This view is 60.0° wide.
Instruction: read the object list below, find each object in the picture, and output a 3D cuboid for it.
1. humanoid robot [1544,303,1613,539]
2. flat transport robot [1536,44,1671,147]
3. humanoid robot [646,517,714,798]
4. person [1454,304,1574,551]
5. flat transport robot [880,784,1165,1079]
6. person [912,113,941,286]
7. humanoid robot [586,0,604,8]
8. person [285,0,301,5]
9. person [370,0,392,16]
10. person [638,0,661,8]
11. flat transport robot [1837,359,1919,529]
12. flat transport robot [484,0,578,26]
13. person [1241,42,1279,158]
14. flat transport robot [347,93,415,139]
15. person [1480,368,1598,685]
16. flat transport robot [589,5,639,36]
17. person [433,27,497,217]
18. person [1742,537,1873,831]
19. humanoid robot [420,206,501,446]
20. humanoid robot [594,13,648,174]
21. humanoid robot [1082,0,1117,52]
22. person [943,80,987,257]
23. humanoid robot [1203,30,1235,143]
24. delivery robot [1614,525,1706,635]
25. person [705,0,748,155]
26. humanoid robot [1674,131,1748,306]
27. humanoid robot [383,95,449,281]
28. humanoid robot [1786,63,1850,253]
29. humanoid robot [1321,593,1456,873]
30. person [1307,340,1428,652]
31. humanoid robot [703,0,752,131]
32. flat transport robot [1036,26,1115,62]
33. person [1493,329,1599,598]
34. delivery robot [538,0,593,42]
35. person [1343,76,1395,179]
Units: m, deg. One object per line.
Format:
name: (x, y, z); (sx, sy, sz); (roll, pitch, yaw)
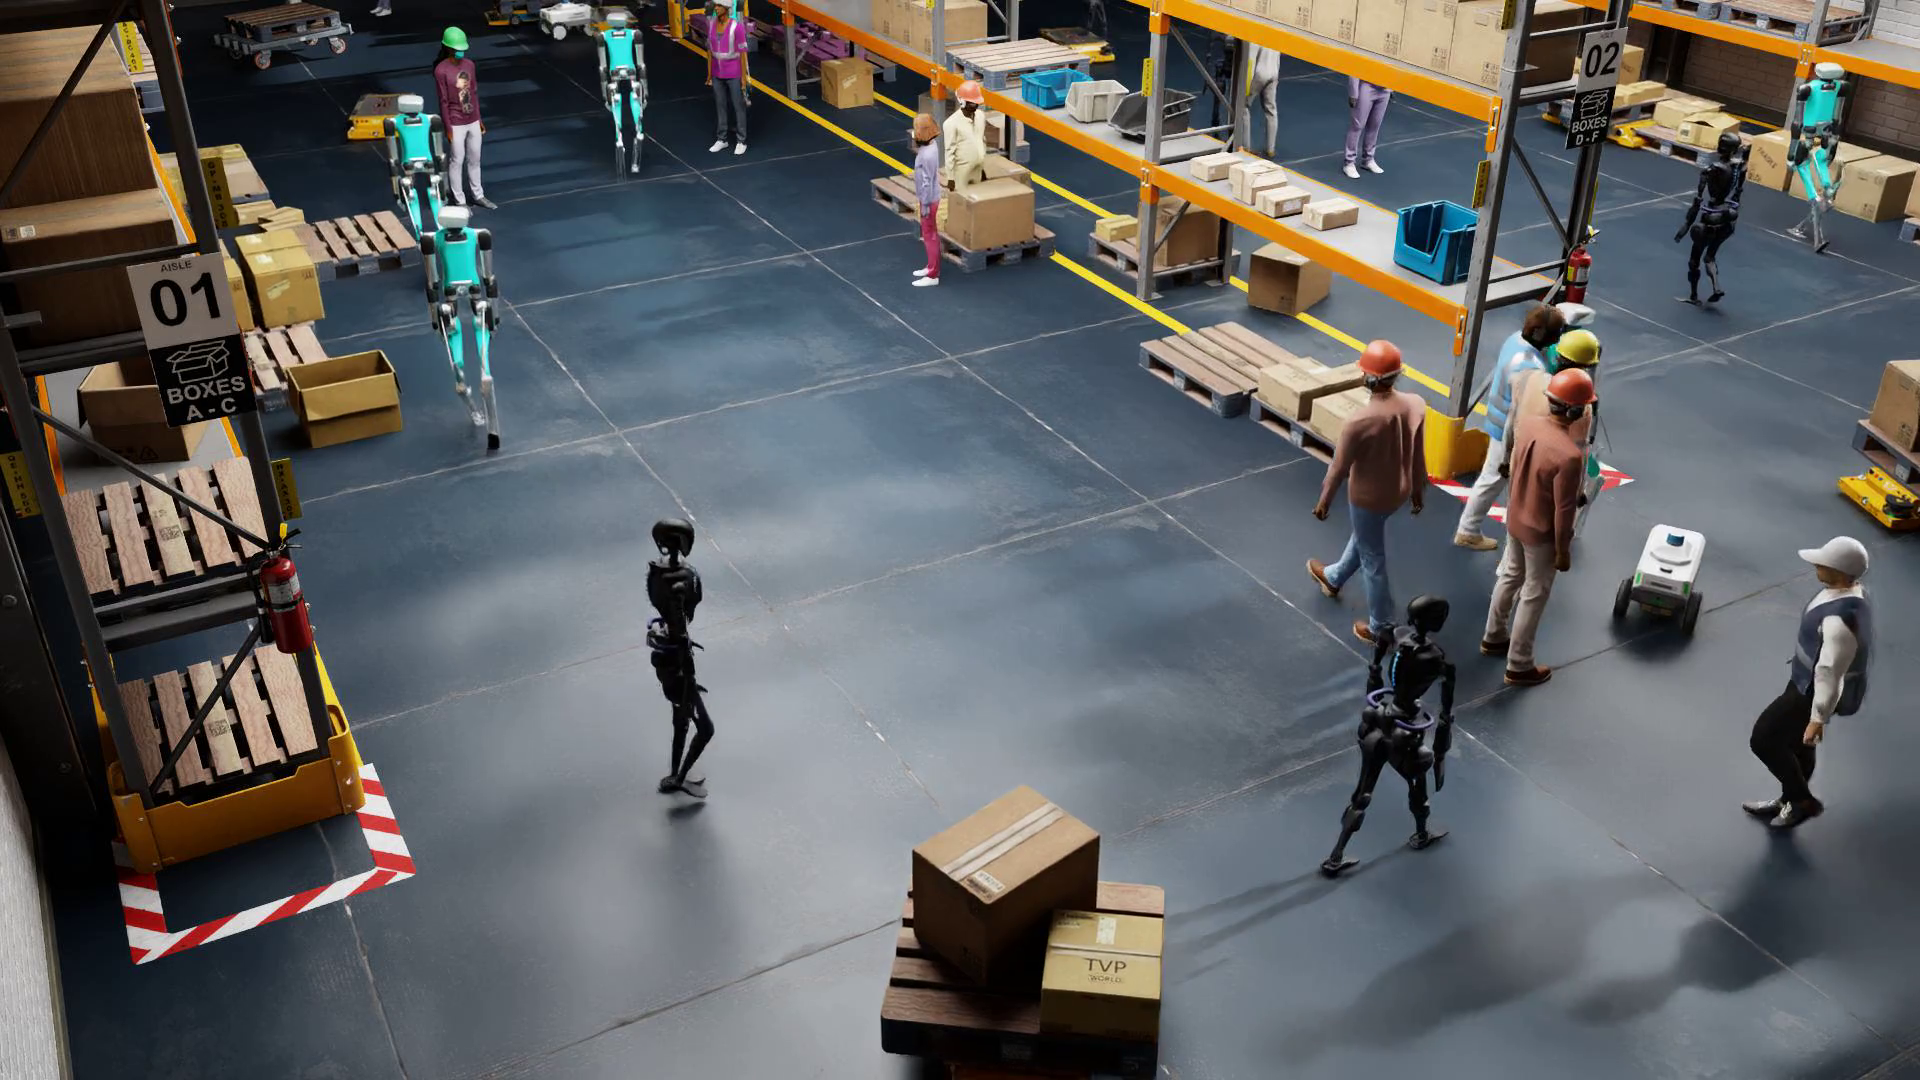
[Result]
humanoid robot: (4.217, -0.796, 11.351); (0.780, 1.809, 0.551); (-16, 33, -25)
flat transport robot: (7.879, -5.090, 20.271); (0.659, 0.231, 1.431); (-16, 33, -25)
humanoid robot: (-1.516, 0.630, 8.906); (0.345, 1.650, 0.596); (-8, 31, -14)
person: (3.818, -0.710, 11.102); (0.803, 1.806, 0.644); (9, 31, 16)
flat transport robot: (0.303, 2.161, 7.647); (0.659, 0.231, 1.431); (4, 30, 7)
person: (-0.315, -3.190, 15.601); (0.280, 1.628, 0.500); (0, 30, 0)
humanoid robot: (-5.600, -8.659, 25.077); (0.588, 1.641, 0.394); (-4, 30, -7)
person: (-9.926, -8.452, 24.558); (0.429, 1.834, 0.643); (-15, 33, -24)
person: (-9.022, -8.929, 25.582); (0.287, 1.632, 0.504); (-23, 37, -34)
person: (-4.960, -9.199, 25.947); (0.584, 1.739, 0.413); (13, 32, 22)
flat transport robot: (7.206, -0.348, 12.016); (1.431, 0.231, 0.659); (-4, 30, -6)
flat transport robot: (-6.530, -8.085, 25.483); (1.431, 0.231, 0.659); (-10, 31, -17)
person: (3.425, -5.337, 19.111); (0.629, 1.865, 0.589); (-25, 38, -36)
flat transport robot: (-7.124, -5.243, 20.537); (0.659, 0.231, 1.431); (-5, 30, -8)
person: (3.440, -0.088, 9.848); (0.402, 1.986, 0.620); (-5, 30, -8)
flat transport robot: (-5.256, -7.785, 24.962); (0.659, 0.231, 1.431); (-10, 31, -17)
person: (-5.183, -4.366, 17.332); (0.437, 1.942, 0.490); (20, 36, 31)
person: (4.394, 0.773, 8.576); (0.479, 1.741, 0.791); (14, 33, 23)
humanoid robot: (-3.747, -1.565, 12.715); (0.549, 1.822, 0.887); (-9, 31, -16)
humanoid robot: (-3.696, -4.842, 18.412); (0.532, 1.818, 0.742); (-6, 30, -11)
humanoid robot: (1.916, -7.709, 23.431); (0.606, 1.641, 0.600); (11, 32, 19)
person: (0.078, -3.600, 16.194); (0.343, 1.743, 0.564); (22, 37, 33)
humanoid robot: (3.142, -5.387, 19.367); (0.593, 1.639, 0.394); (5, 30, 9)
delivery robot: (4.573, 0.207, 10.749); (0.499, 0.581, 0.774); (15, 33, 25)
person: (-2.690, -5.387, 19.202); (0.513, 1.848, 0.342); (12, 32, 20)
humanoid robot: (6.825, -2.875, 15.023); (0.601, 1.643, 0.454); (-13, 32, -21)
humanoid robot: (-4.953, -3.126, 15.474); (0.552, 1.877, 0.793); (-13, 32, -21)
humanoid robot: (8.598, -3.730, 16.504); (0.560, 1.845, 0.848); (-5, 30, -9)
humanoid robot: (2.229, 0.951, 8.398); (0.792, 1.627, 0.589); (-18, 34, -28)
person: (2.478, -0.329, 10.293); (0.643, 1.943, 0.986); (-17, 34, -27)
humanoid robot: (-2.653, -5.663, 19.815); (0.537, 1.822, 0.716); (-23, 37, -34)
flat transport robot: (1.631, -7.055, 23.691); (0.659, 0.231, 1.431); (-9, 31, -16)
person: (3.737, -0.454, 10.554); (0.502, 1.906, 0.601); (-12, 32, -19)
delivery robot: (-5.812, -7.655, 24.468); (0.808, 0.614, 0.499); (-20, 35, -31)
person: (4.586, -4.986, 18.449); (0.651, 1.904, 0.406); (-16, 34, -26)
